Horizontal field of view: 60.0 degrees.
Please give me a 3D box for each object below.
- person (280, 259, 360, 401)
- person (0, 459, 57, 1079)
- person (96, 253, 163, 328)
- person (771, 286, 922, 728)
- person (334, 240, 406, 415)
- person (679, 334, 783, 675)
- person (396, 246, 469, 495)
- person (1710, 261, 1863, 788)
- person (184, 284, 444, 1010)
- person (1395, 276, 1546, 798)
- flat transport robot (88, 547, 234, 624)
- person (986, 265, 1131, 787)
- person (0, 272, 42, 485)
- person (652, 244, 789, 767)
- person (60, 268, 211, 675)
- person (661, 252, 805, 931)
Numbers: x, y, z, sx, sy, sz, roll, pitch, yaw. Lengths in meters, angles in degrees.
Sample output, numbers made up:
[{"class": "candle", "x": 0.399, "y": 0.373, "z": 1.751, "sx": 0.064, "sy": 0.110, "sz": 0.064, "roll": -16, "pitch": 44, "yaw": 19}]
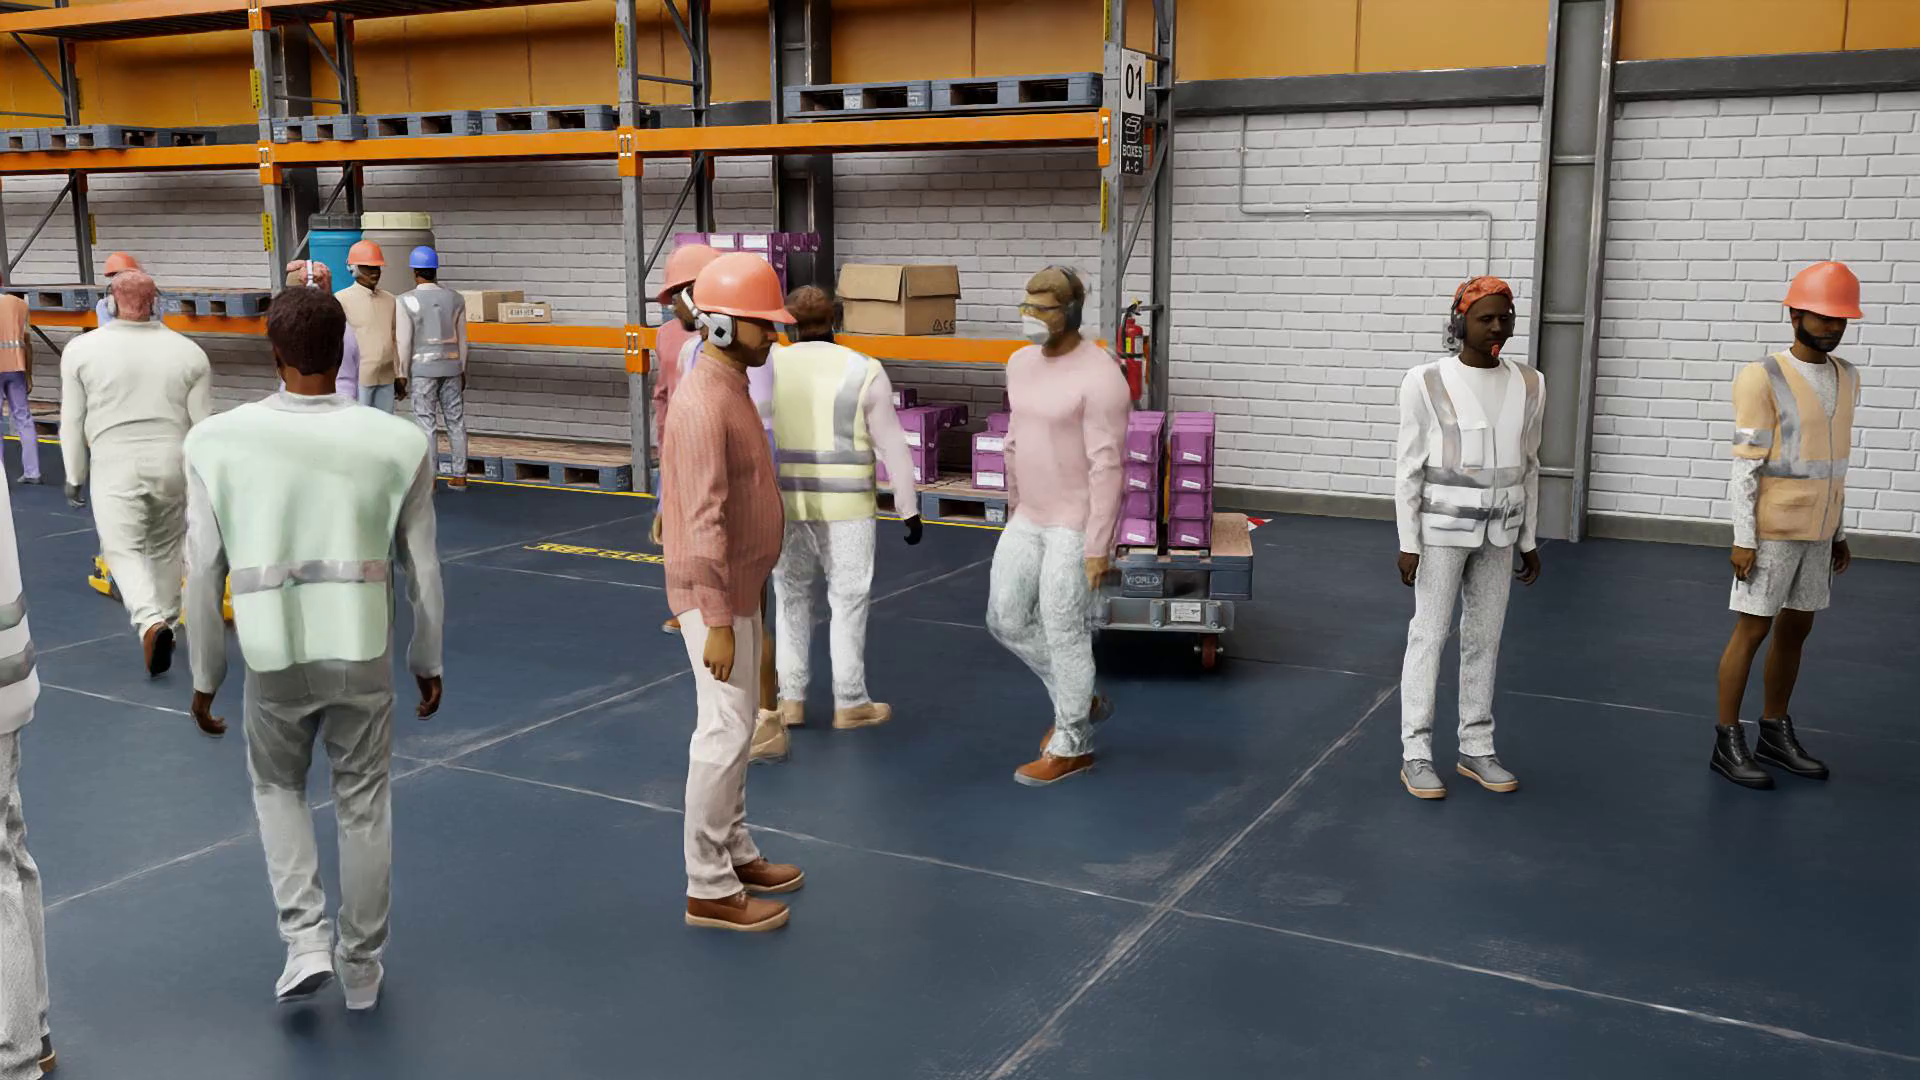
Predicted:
[{"class": "person", "x": -3.296, "y": -0.484, "z": 8.598, "sx": 0.402, "sy": 1.906, "sz": 0.652, "roll": -5, "pitch": 12, "yaw": -26}, {"class": "person", "x": -2.282, "y": 0.410, "z": 3.757, "sx": 0.355, "sy": 1.883, "sz": 0.575, "roll": -4, "pitch": 11, "yaw": -22}, {"class": "person", "x": -6.682, "y": -1.347, "z": 13.363, "sx": 0.971, "sy": 1.883, "sz": 0.566, "roll": 7, "pitch": 13, "yaw": 36}, {"class": "person", "x": -0.524, "y": -0.110, "z": 6.804, "sx": 0.737, "sy": 1.822, "sz": 0.429, "roll": 3, "pitch": 11, "yaw": 16}, {"class": "person", "x": -4.341, "y": -1.197, "z": 12.260, "sx": 0.396, "sy": 1.992, "sz": 0.623, "roll": 5, "pitch": 12, "yaw": 26}, {"class": "person", "x": -1.001, "y": -0.310, "z": 7.603, "sx": 0.549, "sy": 1.925, "sz": 0.391, "roll": 3, "pitch": 11, "yaw": 17}, {"class": "person", "x": -4.156, "y": -1.329, "z": 13.110, "sx": 0.602, "sy": 1.949, "sz": 0.394, "roll": -10, "pitch": 14, "yaw": -43}, {"class": "person", "x": 3.082, "y": -0.048, "z": 6.124, "sx": 0.550, "sy": 1.933, "sz": 0.375, "roll": -4, "pitch": 11, "yaw": -22}, {"class": "person", "x": -1.651, "y": 0.300, "z": 4.306, "sx": 0.628, "sy": 1.903, "sz": 0.454, "roll": -4, "pitch": 11, "yaw": -21}, {"class": "person", "x": 1.847, "y": -0.005, "z": 6.034, "sx": 0.574, "sy": 1.882, "sz": 0.356, "roll": -3, "pitch": 11, "yaw": -15}, {"class": "flat transport robot", "x": -4.235, "y": 0.219, "z": 9.228, "sx": 1.431, "sy": 0.197, "sz": 0.652, "roll": 10, "pitch": 14, "yaw": 43}, {"class": "person", "x": 0.351, "y": -0.040, "z": 6.122, "sx": 0.437, "sy": 1.922, "sz": 0.654, "roll": -7, "pitch": 12, "yaw": -34}, {"class": "person", "x": -7.724, "y": -1.322, "z": 13.390, "sx": 0.384, "sy": 1.835, "sz": 0.563, "roll": 6, "pitch": 12, "yaw": 31}, {"class": "person", "x": -0.911, "y": -0.142, "z": 6.520, "sx": 0.385, "sy": 1.997, "sz": 0.683, "roll": -7, "pitch": 12, "yaw": -33}, {"class": "person", "x": -3.822, "y": -0.324, "z": 7.793, "sx": 0.635, "sy": 1.883, "sz": 0.849, "roll": -8, "pitch": 13, "yaw": -38}, {"class": "person", "x": -0.666, "y": 0.159, "z": 4.877, "sx": 0.410, "sy": 1.980, "sz": 0.627, "roll": 0, "pitch": 10, "yaw": -1}]
